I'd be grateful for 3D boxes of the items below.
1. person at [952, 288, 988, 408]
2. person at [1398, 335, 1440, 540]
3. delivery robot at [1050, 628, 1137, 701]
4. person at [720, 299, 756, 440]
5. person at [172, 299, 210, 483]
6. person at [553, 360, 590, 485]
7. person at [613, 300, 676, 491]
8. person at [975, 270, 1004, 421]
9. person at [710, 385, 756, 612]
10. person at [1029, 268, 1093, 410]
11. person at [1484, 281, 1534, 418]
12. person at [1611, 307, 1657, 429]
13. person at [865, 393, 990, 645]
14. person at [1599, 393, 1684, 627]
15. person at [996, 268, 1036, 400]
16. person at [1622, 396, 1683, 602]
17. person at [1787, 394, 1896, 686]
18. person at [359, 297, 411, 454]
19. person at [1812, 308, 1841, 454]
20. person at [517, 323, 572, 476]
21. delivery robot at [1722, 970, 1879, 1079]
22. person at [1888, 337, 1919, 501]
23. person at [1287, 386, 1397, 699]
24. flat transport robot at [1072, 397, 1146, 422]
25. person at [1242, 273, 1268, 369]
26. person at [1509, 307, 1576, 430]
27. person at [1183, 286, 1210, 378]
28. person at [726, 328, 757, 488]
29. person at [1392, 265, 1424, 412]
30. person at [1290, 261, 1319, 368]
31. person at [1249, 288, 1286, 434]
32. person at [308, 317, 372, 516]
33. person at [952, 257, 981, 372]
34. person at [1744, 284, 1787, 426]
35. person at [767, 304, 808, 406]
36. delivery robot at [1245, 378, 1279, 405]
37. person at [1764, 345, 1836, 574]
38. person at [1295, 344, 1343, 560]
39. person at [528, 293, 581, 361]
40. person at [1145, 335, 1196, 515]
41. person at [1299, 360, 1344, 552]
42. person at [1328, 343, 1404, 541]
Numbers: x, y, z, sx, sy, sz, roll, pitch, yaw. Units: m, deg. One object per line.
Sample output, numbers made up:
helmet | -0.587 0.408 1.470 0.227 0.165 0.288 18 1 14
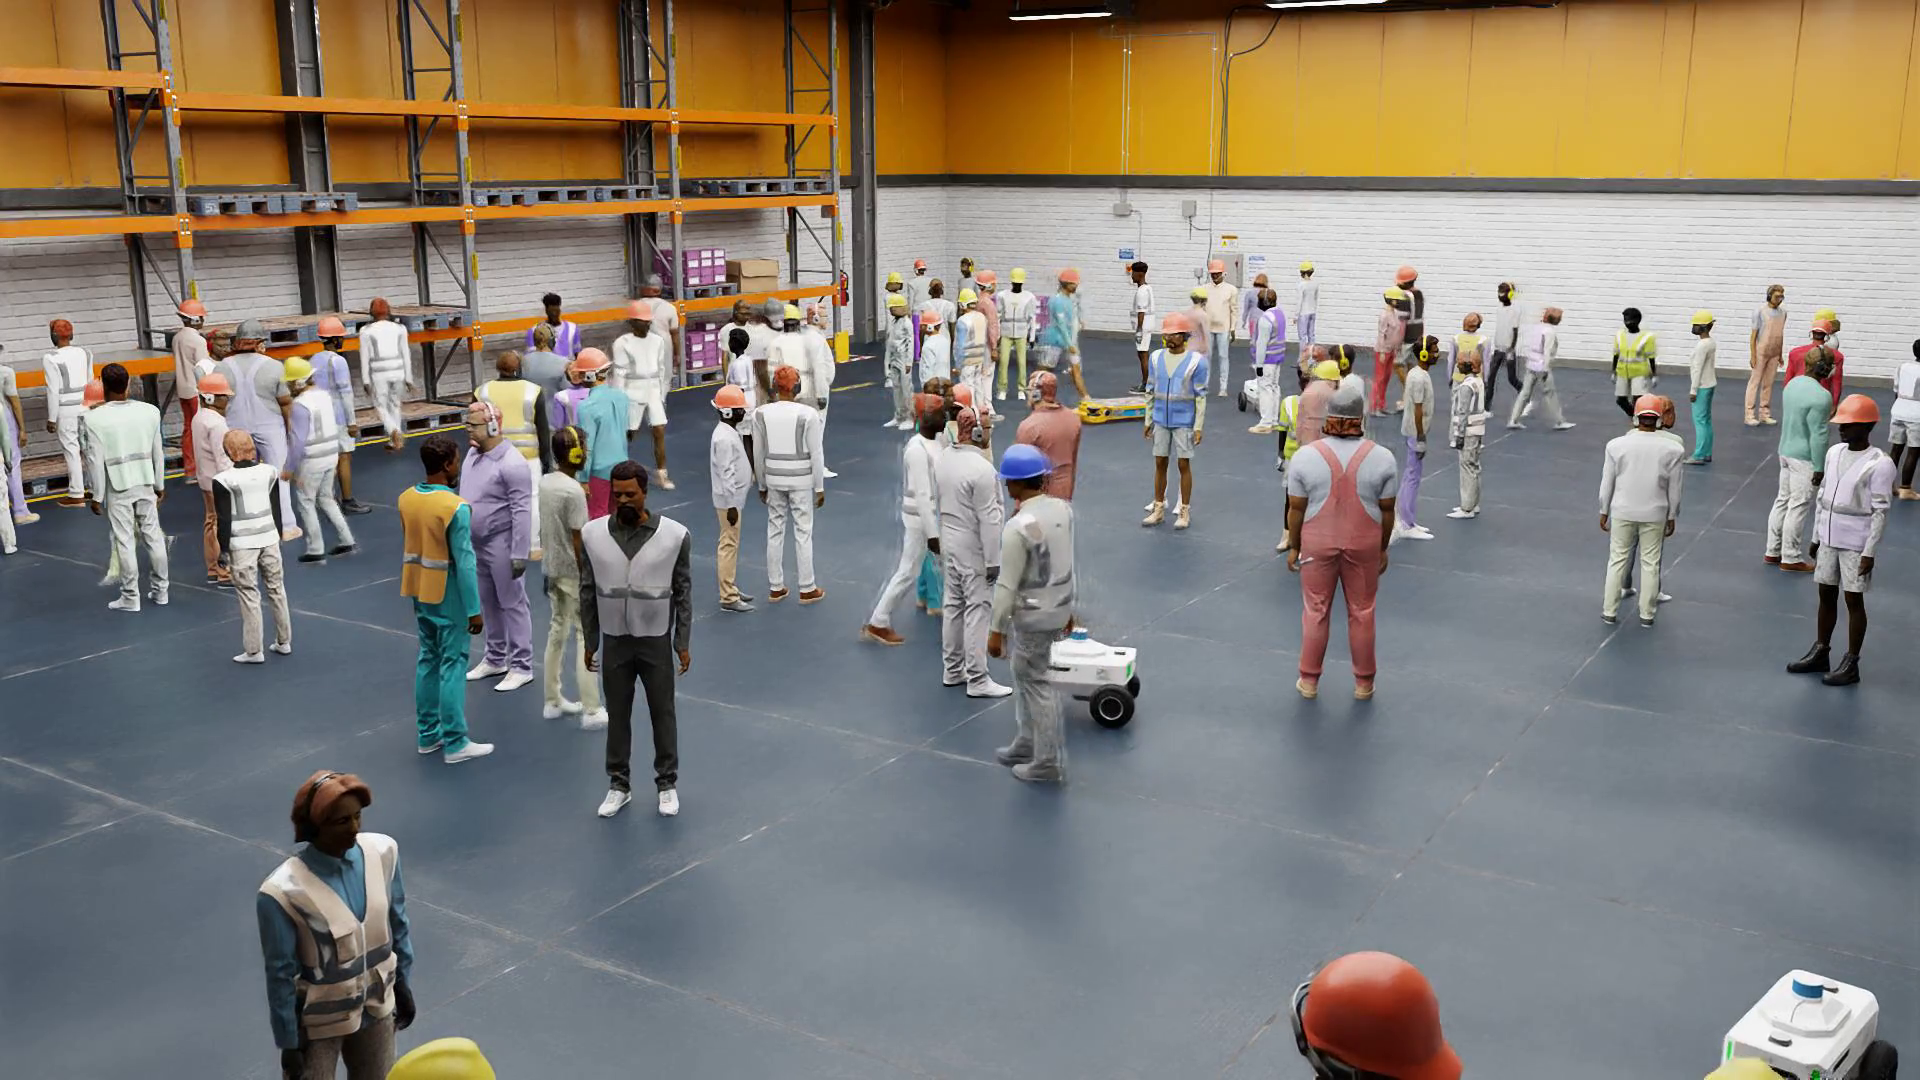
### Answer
person | 0.110 -2.277 21.140 0.404 1.829 0.600 8 15 31
person | 4.226 -0.947 15.296 0.326 1.869 0.519 2 13 9
delivery robot | 0.741 0.793 10.417 0.707 0.478 0.477 2 13 10
person | -2.558 -1.892 19.453 0.346 1.840 0.505 12 18 43
person | -8.129 -1.567 17.741 0.604 1.986 0.407 11 17 40
person | -3.487 -0.835 15.310 0.523 1.636 0.308 -9 16 -35
person | -3.419 -1.549 17.631 0.620 2.009 0.997 -11 17 -39
person | 0.348 -2.579 22.090 0.375 1.997 0.612 -5 14 -22
person | -1.754 -0.327 12.854 0.326 1.752 0.559 -2 13 -7
person | 1.426 -2.718 22.739 1.069 1.979 0.608 6 14 25
person | 7.348 -2.545 22.296 0.885 1.841 0.516 -7 15 -27
person | 8.335 -2.043 20.480 0.555 1.672 0.621 -11 17 -41
person | -0.241 -0.126 11.809 0.956 1.842 0.577 4 14 18
person | 5.066 -0.221 12.414 0.566 1.744 0.349 5 14 20
person | 0.796 -2.954 23.917 0.599 1.904 0.443 1 13 4
person | 5.436 -0.325 13.106 0.269 1.632 0.505 -10 16 -36
person | 5.866 -0.002 11.039 0.362 1.938 0.545 -4 14 -17
person | -6.673 -1.898 19.432 0.588 1.862 0.749 -10 17 -38
person | 10.040 -1.832 19.424 0.310 1.735 0.484 2 13 11
person | -3.883 -1.082 15.723 0.632 1.940 0.372 4 13 15
delivery robot | 3.045 1.807 6.020 0.477 0.478 0.707 12 18 42
person | 9.715 -1.240 16.961 0.319 1.687 0.539 -3 13 -12
person | 2.446 0.014 10.746 0.676 2.000 0.536 2 13 10
flat transport robot | 2.208 -1.765 22.340 1.431 0.197 0.652 -7 15 -26
person | 4.911 -3.570 27.286 0.512 1.595 0.740 0 13 0
person | 7.461 -2.186 21.257 0.736 1.605 0.608 -1 13 -3
person | 3.191 -2.601 22.731 0.595 1.738 0.543 -9 16 -34
person | -2.317 -1.393 17.603 0.315 1.696 0.541 0 13 1
person | 6.217 -2.777 22.922 0.520 2.023 0.722 11 17 41
person | 5.732 -3.739 27.628 0.522 1.769 0.310 -11 17 -40
person | 3.891 -2.270 21.121 0.430 1.836 0.618 8 15 31
person | -6.078 -1.202 16.244 0.543 1.940 0.361 9 16 33
person | 0.124 -3.646 26.999 0.533 1.868 0.310 13 18 43
person | 10.524 -2.408 21.683 0.508 1.845 0.345 -4 14 -16
person | -1.874 -1.618 18.170 0.640 1.880 0.907 -6 14 -25
delivery robot | 4.113 -2.029 22.656 0.477 0.478 0.707 -1 13 -3
person | 7.091 -0.675 13.993 0.367 1.934 0.630 0 13 2
person | 3.096 -0.748 14.386 0.434 1.886 0.683 8 15 31
person | -4.615 -1.851 19.079 0.625 1.920 0.953 -5 14 -21
person | 2.099 -1.185 16.319 0.512 1.873 0.329 10 16 36
person | 3.102 -0.667 14.319 0.341 1.760 0.525 -1 13 -4
person | 3.586 -0.871 15.078 0.934 1.827 0.527 6 14 24
